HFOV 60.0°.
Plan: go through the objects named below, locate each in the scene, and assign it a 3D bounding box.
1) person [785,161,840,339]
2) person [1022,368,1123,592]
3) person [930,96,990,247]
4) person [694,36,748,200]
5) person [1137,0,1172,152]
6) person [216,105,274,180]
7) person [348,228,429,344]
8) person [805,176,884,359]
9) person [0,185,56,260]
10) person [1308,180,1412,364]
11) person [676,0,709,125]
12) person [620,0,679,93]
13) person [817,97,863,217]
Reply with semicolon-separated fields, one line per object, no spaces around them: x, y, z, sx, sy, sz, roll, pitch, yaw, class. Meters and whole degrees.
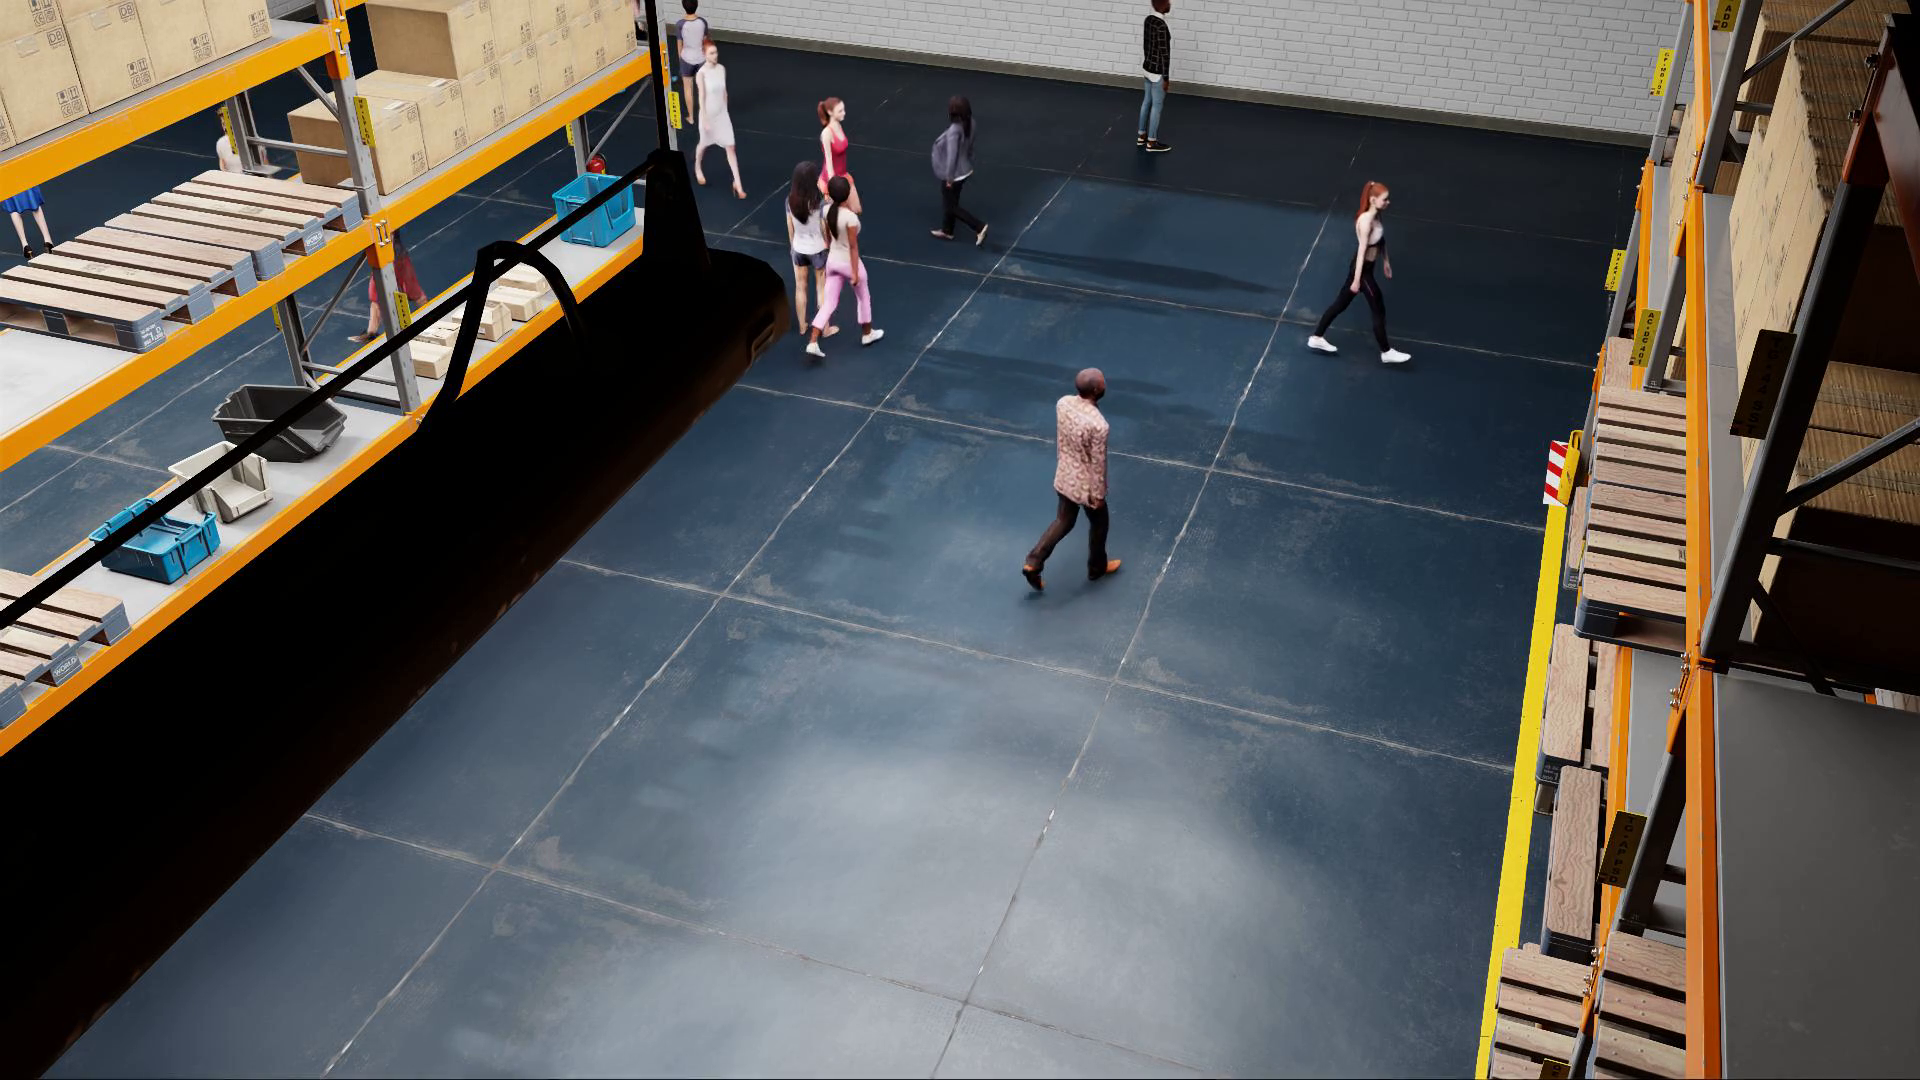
-1.395;-2.701;15.458;0.604;1.706;0.537;14;36;20;person
0.806;-0.399;11.928;1.213;1.780;1.047;-23;40;-31;person
0.016;-3.794;17.217;0.710;1.579;0.836;12;35;17;person
-2.783;-4.651;18.360;1.124;1.741;0.986;-27;42;-35;person
2.294;-5.519;19.594;0.799;1.821;0.720;-12;35;-17;person
-6.902;-3.389;16.342;0.832;1.874;1.140;3;34;5;person
-5.173;-2.602;15.388;0.888;1.617;1.129;27;42;35;person
-1.128;-2.422;15.043;0.874;1.700;1.233;25;41;32;person
-9.652;-3.750;16.925;0.694;1.828;0.775;-19;38;-26;person
3.550;-2.409;15.031;0.682;1.692;1.107;13;36;19;person
-3.264;-5.915;20.423;0.654;1.563;0.712;-14;36;-20;person
-4.309;-6.617;21.229;1.184;1.839;1.265;-7;34;-11;person
-1.335;-3.632;16.831;0.619;1.736;0.565;14;36;20;person
